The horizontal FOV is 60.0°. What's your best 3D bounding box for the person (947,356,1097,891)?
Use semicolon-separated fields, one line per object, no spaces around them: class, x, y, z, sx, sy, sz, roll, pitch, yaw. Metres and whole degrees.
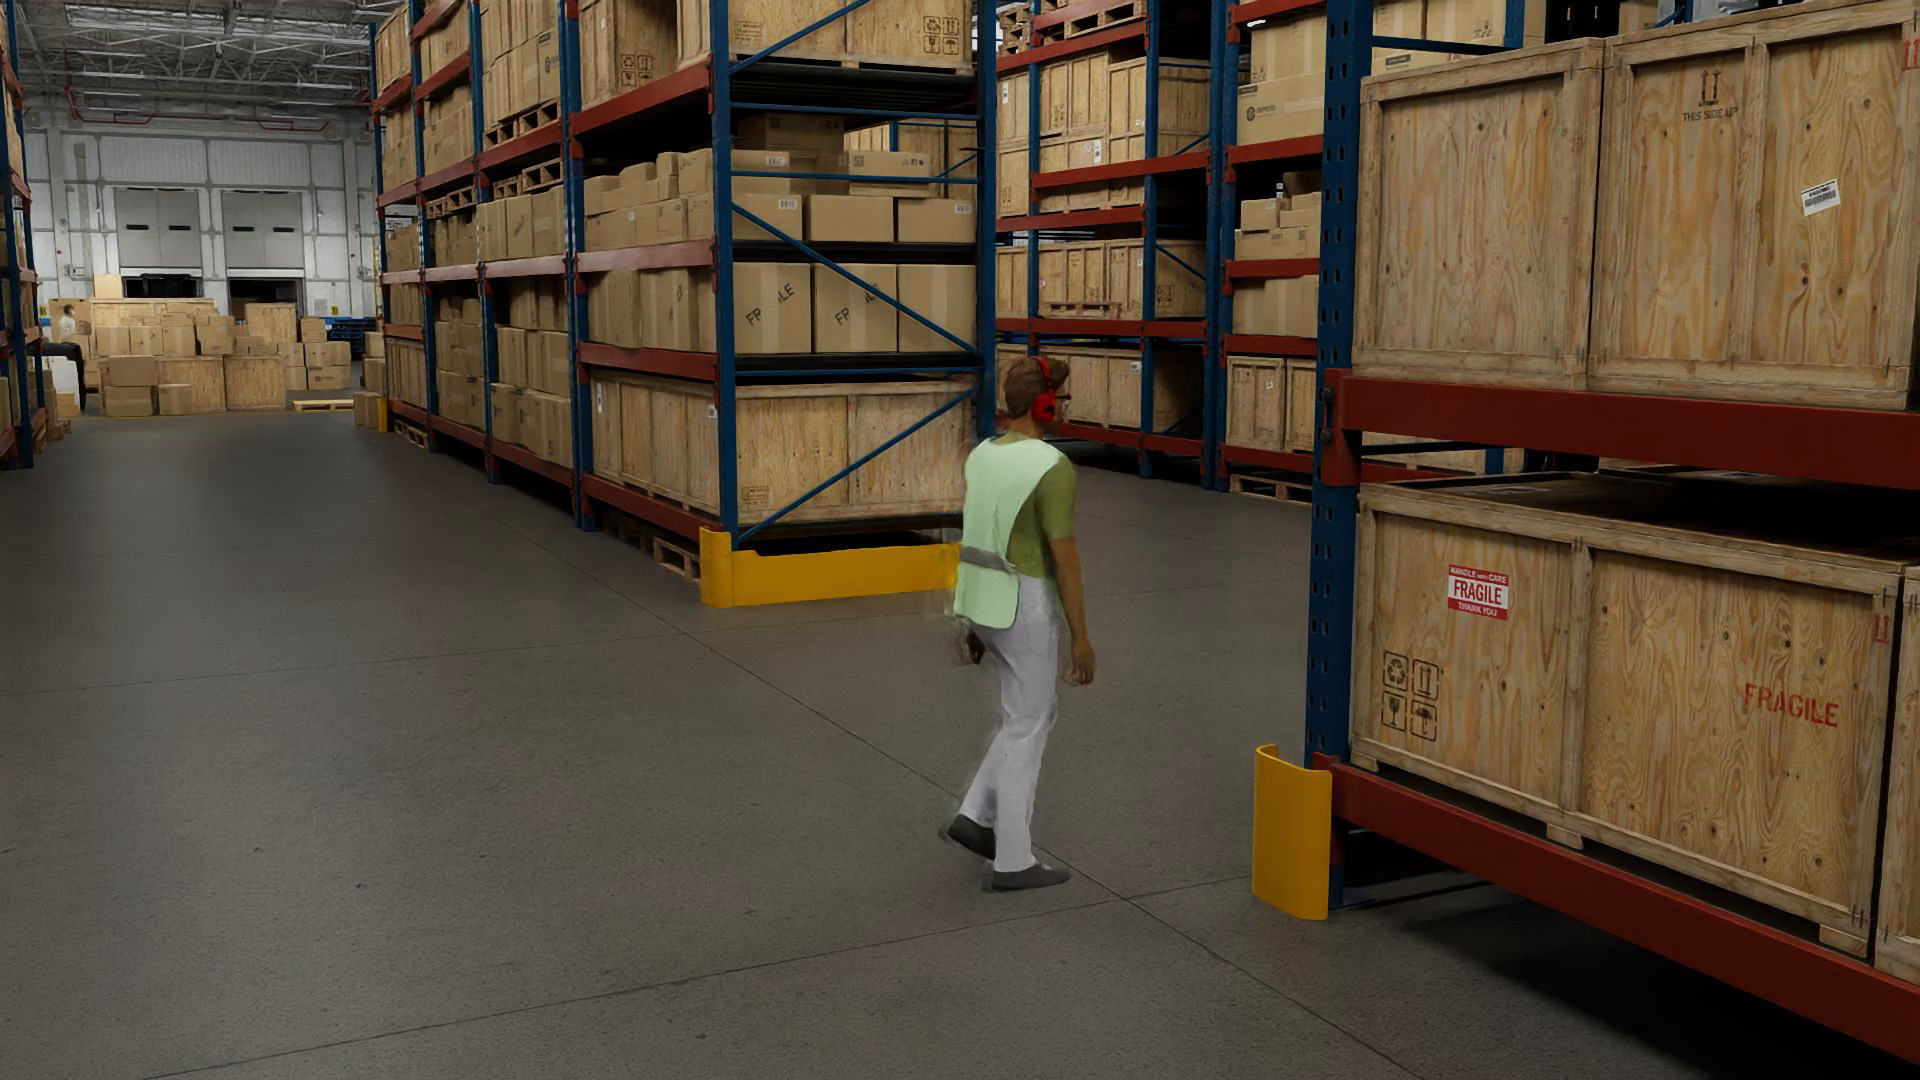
person;0.218;0.295;5.663;0.446;1.831;0.586;-4;9;-24

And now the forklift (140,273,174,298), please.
forklift;-25.382;-7.057;52.754;1.873;2.768;1.129;6;10;36

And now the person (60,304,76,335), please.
person;-21.260;-4.658;39.543;0.787;1.915;0.634;-2;9;-15

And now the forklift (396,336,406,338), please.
forklift;-10.728;-4.194;33.008;1.129;2.768;1.873;-4;9;-26

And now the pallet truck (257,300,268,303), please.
pallet truck;-23.913;-7.404;58.171;1.885;1.965;0.823;-1;8;-9

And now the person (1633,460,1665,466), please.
person;3.378;-0.018;7.701;0.632;1.869;0.963;-5;10;-32
